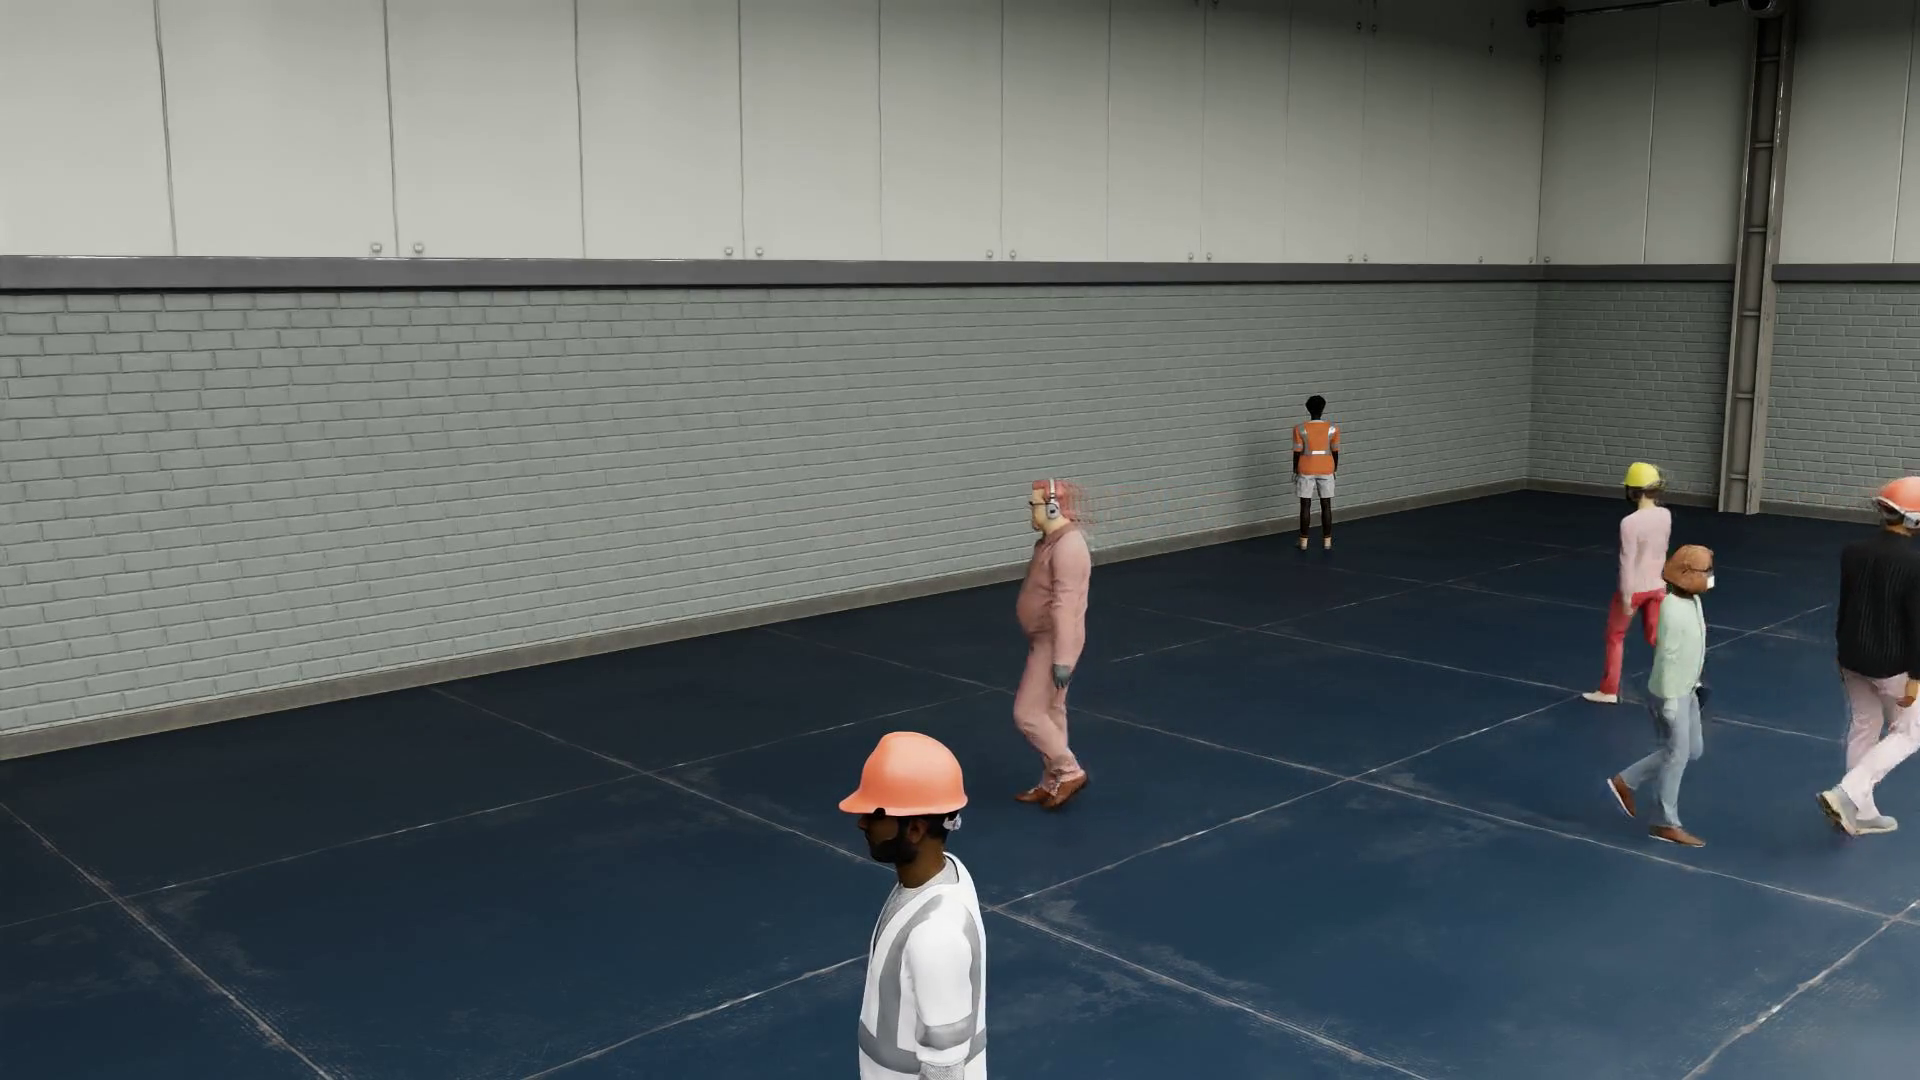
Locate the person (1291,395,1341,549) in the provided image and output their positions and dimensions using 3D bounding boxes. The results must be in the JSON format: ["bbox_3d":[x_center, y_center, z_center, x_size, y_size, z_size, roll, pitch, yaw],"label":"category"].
[{"bbox_3d":[3.888,-0.735,18.209,0.531,1.692,0.320,0,9,1],"label":"person"}]

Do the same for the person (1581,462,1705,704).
[{"bbox_3d":[4.743,0.331,11.453,0.526,1.737,0.775,-5,10,-28],"label":"person"}]

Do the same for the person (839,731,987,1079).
[{"bbox_3d":[-0.112,1.416,4.101,0.355,1.938,0.545,-1,9,-5],"label":"person"}]

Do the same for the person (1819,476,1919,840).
[{"bbox_3d":[4.842,0.640,8.802,0.582,1.973,0.622,-3,10,-20],"label":"person"}]

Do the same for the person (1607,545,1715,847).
[{"bbox_3d":[3.754,0.813,8.850,0.453,1.622,0.499,7,11,36],"label":"person"}]

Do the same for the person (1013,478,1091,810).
[{"bbox_3d":[0.491,0.595,9.333,0.446,1.892,0.683,0,9,-3],"label":"person"}]
